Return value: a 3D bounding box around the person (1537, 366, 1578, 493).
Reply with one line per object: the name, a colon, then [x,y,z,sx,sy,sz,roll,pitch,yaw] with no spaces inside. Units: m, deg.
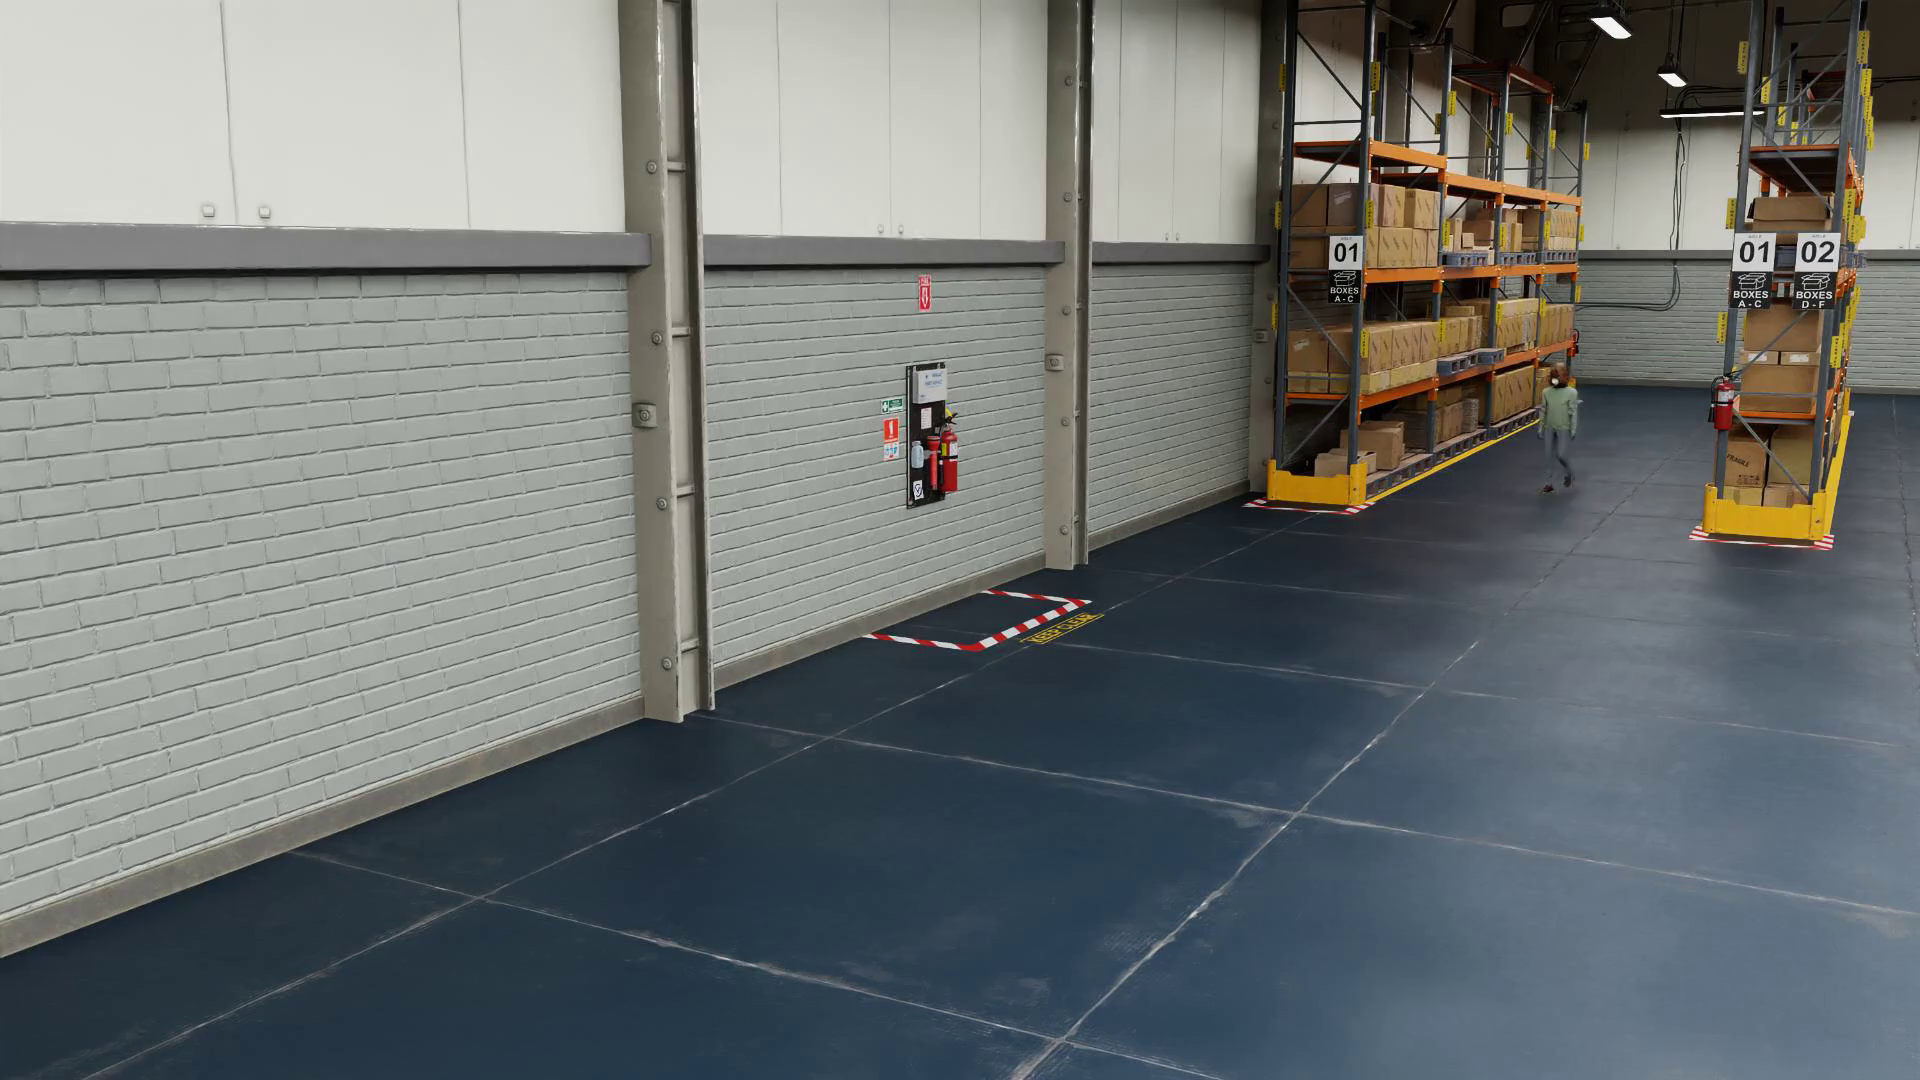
person: [7.573,-1.400,21.063,0.419,1.616,0.515,-9,13,-42]
